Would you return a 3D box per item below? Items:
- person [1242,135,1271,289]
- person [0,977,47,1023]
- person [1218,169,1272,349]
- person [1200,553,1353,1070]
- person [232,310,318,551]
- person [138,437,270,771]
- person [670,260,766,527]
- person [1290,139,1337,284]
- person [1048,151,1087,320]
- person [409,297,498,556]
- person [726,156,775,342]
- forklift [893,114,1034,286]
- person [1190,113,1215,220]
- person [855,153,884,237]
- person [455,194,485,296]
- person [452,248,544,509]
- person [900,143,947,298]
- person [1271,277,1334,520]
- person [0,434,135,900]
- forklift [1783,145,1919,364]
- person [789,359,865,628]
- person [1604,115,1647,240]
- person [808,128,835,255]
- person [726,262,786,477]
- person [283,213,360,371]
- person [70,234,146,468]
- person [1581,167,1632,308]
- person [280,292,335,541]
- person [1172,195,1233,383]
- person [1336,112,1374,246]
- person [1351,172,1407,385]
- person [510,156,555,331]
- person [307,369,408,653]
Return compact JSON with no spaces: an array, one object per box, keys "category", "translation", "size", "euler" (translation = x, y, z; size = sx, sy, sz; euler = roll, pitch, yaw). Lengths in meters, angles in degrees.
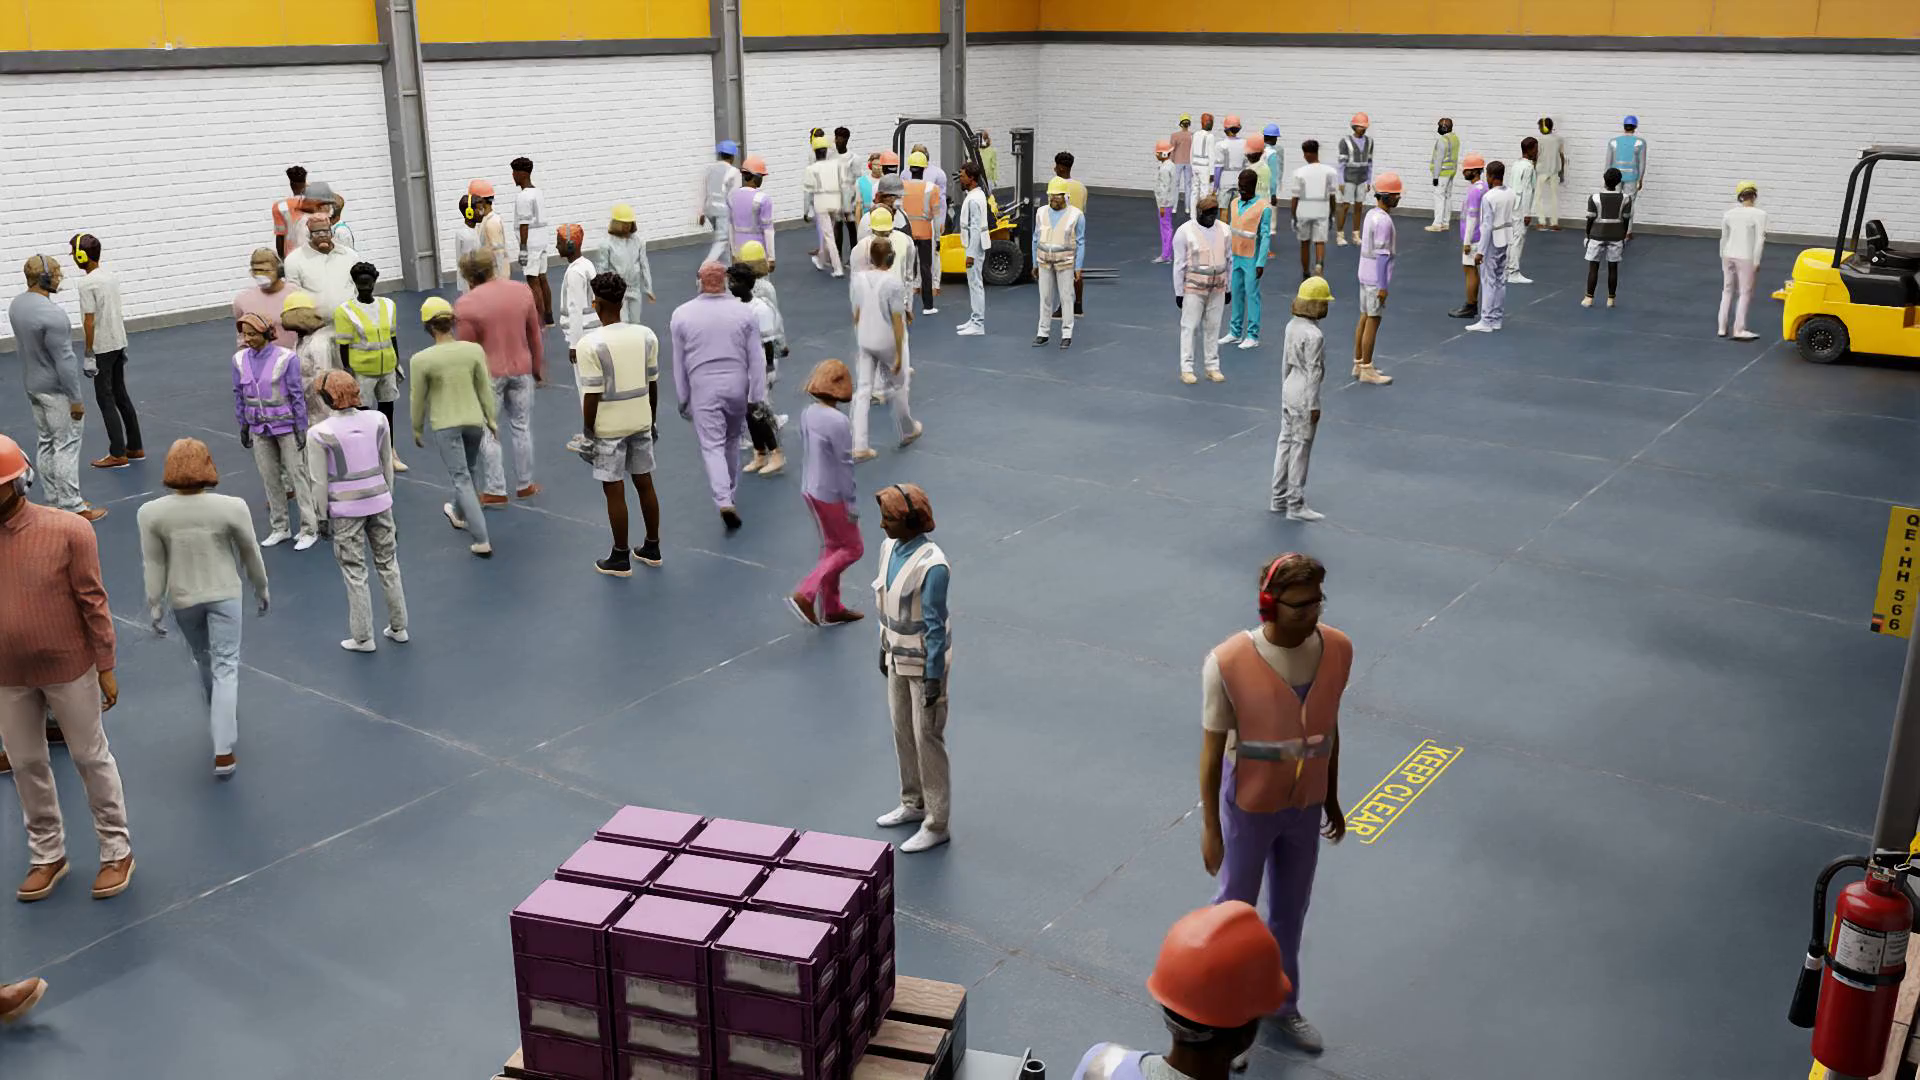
[{"category":"person","translation":[3.771,-4.259,21.672],"size":[0.382,1.996,0.829],"euler":[-3,18,-10]},{"category":"person","translation":[-3.857,0.859,5.754],"size":[1.010,1.927,0.627],"euler":[0,18,0]},{"category":"person","translation":[3.098,-3.037,17.963],"size":[0.392,1.914,0.589],"euler":[-12,21,-32]},{"category":"person","translation":[1.085,0.926,5.690],"size":[0.603,1.841,0.454],"euler":[-8,19,-24]},{"category":"person","translation":[-4.633,-0.741,11.236],"size":[0.523,1.631,0.324],"euler":[4,18,11]},{"category":"person","translation":[-3.651,0.286,8.090],"size":[0.518,1.588,0.856],"euler":[-4,18,-12]},{"category":"person","translation":[-1.693,-1.038,11.829],"size":[0.648,1.853,0.950],"euler":[-6,19,-17]},{"category":"person","translation":[4.619,-4.250,21.727],"size":[0.624,1.927,0.666],"euler":[2,18,5]},{"category":"person","translation":[1.246,-3.591,19.646],"size":[0.392,1.953,0.614],"euler":[15,23,39]},{"category":"person","translation":[-3.437,-0.784,11.226],"size":[0.535,1.709,0.899],"euler":[-15,23,-39]},{"category":"person","translation":[-2.243,-3.150,18.134],"size":[0.612,2.031,0.403],"euler":[12,21,32]},{"category":"forklift","translation":[-0.171,-4.594,22.377],"size":[2.313,2.155,1.214],"euler":[1,18,3]},{"category":"person","translation":[4.059,-6.162,27.782],"size":[0.358,1.886,0.574],"euler":[-10,20,-28]},{"category":"person","translation":[-1.056,-3.956,20.975],"size":[0.562,1.835,0.400],"euler":[-7,19,-22]},{"category":"person","translation":[-4.686,-2.401,16.066],"size":[0.324,1.861,0.510],"euler":[-6,19,-17]},{"category":"person","translation":[-3.355,-1.173,12.155],"size":[0.710,1.907,0.384],"euler":[-14,23,-38]},{"category":"person","translation":[-0.476,-4.048,21.108],"size":[0.636,1.929,0.374],"euler":[6,19,17]},{"category":"person","translation":[2.472,-1.016,11.917],"size":[0.324,1.740,0.492],"euler":[-4,18,-12]},{"category":"person","translation":[-3.742,0.522,6.727],"size":[0.625,1.981,0.407],"euler":[-3,18,-8]},{"category":"forklift","translation":[9.803,-2.879,17.013],"size":[2.313,2.155,1.214],"euler":[12,21,33]},{"category":"person","translation":[-0.778,-0.252,9.716],"size":[0.413,1.614,0.517],"euler":[-8,19,-24]},{"category":"person","translation":[10.520,-5.729,26.342],"size":[0.603,1.937,0.410],"euler":[11,21,30]},{"category":"person","translation":[-2.067,-5.179,24.746],"size":[0.331,1.864,0.509],"euler":[12,21,32]},{"category":"person","translation":[-1.625,-1.335,13.029],"size":[0.376,1.673,0.570],"euler":[-13,22,-35]},{"category":"person","translation":[-5.361,-1.824,14.179],"size":[0.655,1.906,0.407],"euler":[-13,22,-35]},{"category":"person","translation":[-6.827,-1.506,13.273],"size":[0.330,1.856,0.532],"euler":[1,18,2]},{"category":"person","translation":[7.906,-3.692,20.355],"size":[0.535,1.700,0.318],"euler":[3,18,9]},{"category":"person","translation":[-4.459,-0.830,11.406],"size":[0.529,1.696,0.384],"euler":[17,24,42]},{"category":"person","translation":[2.373,-2.445,16.253],"size":[0.635,1.831,0.429],"euler":[-6,19,-19]},{"category":"person","translation":[6.102,-5.554,25.652],"size":[0.614,2.034,0.413],"euler":[-7,19,-20]},{"category":"person","translation":[4.087,-2.548,16.223],"size":[0.397,2.043,0.609],"euler":[0,18,1]},{"category":"person","translation":[-4.869,-3.359,18.908],"size":[0.378,1.958,0.599],"euler":[1,18,3]},{"category":"person","translation":[-3.417,-0.161,9.434],"size":[0.323,1.630,0.505],"euler":[15,23,39]}]
